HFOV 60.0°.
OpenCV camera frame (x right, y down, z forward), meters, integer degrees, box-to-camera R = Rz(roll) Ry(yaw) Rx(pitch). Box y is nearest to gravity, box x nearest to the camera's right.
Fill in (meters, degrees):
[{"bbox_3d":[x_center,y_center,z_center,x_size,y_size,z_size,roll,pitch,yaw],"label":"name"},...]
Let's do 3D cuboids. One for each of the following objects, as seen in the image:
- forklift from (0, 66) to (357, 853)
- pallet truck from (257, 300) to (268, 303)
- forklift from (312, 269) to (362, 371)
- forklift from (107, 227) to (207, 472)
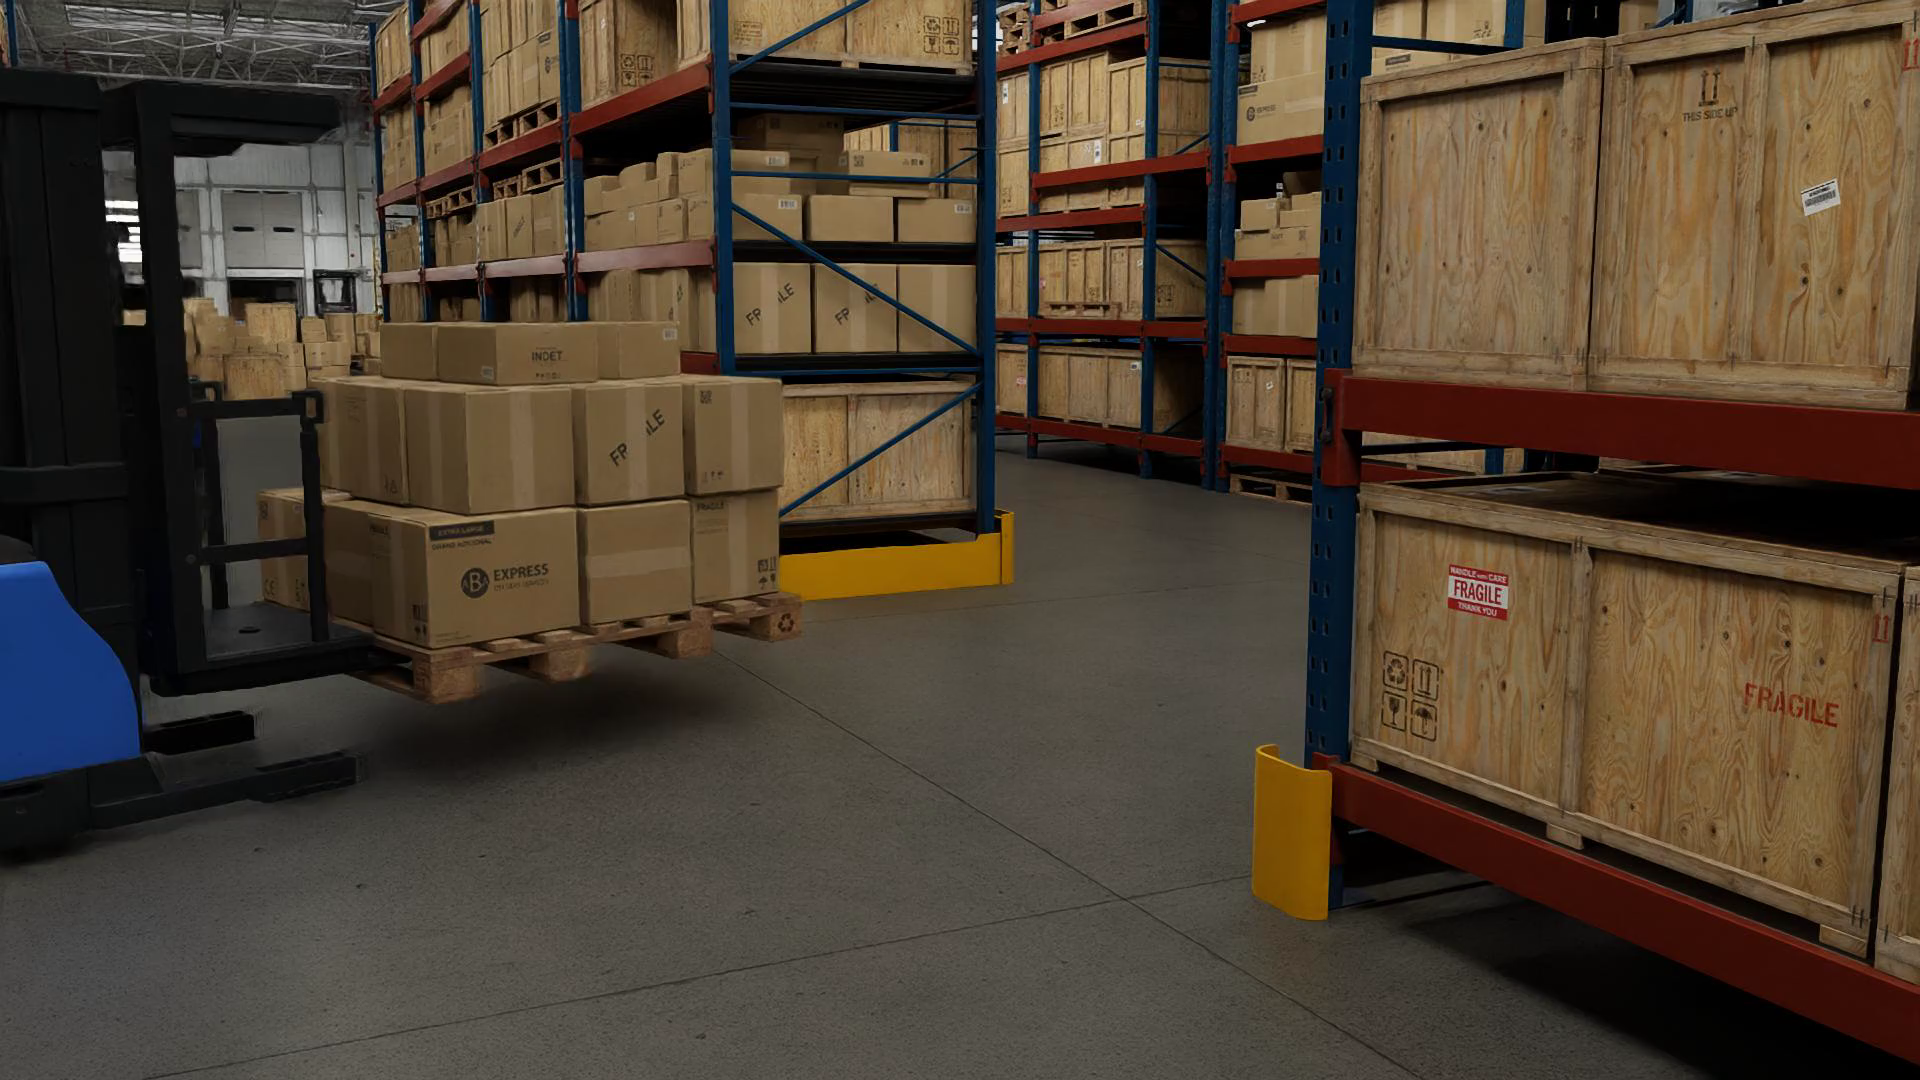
[{"bbox_3d":[-3.511,-0.323,6.312,1.129,2.768,1.873,8,11,44],"label":"forklift"},{"bbox_3d":[-23.913,-7.404,58.171,1.885,1.965,0.823,-1,8,-9],"label":"pallet truck"},{"bbox_3d":[-17.230,-6.040,45.740,1.129,2.768,1.873,-5,10,-33],"label":"forklift"},{"bbox_3d":[-9.693,-2.171,19.061,1.873,2.768,1.129,-4,9,-26],"label":"forklift"}]
